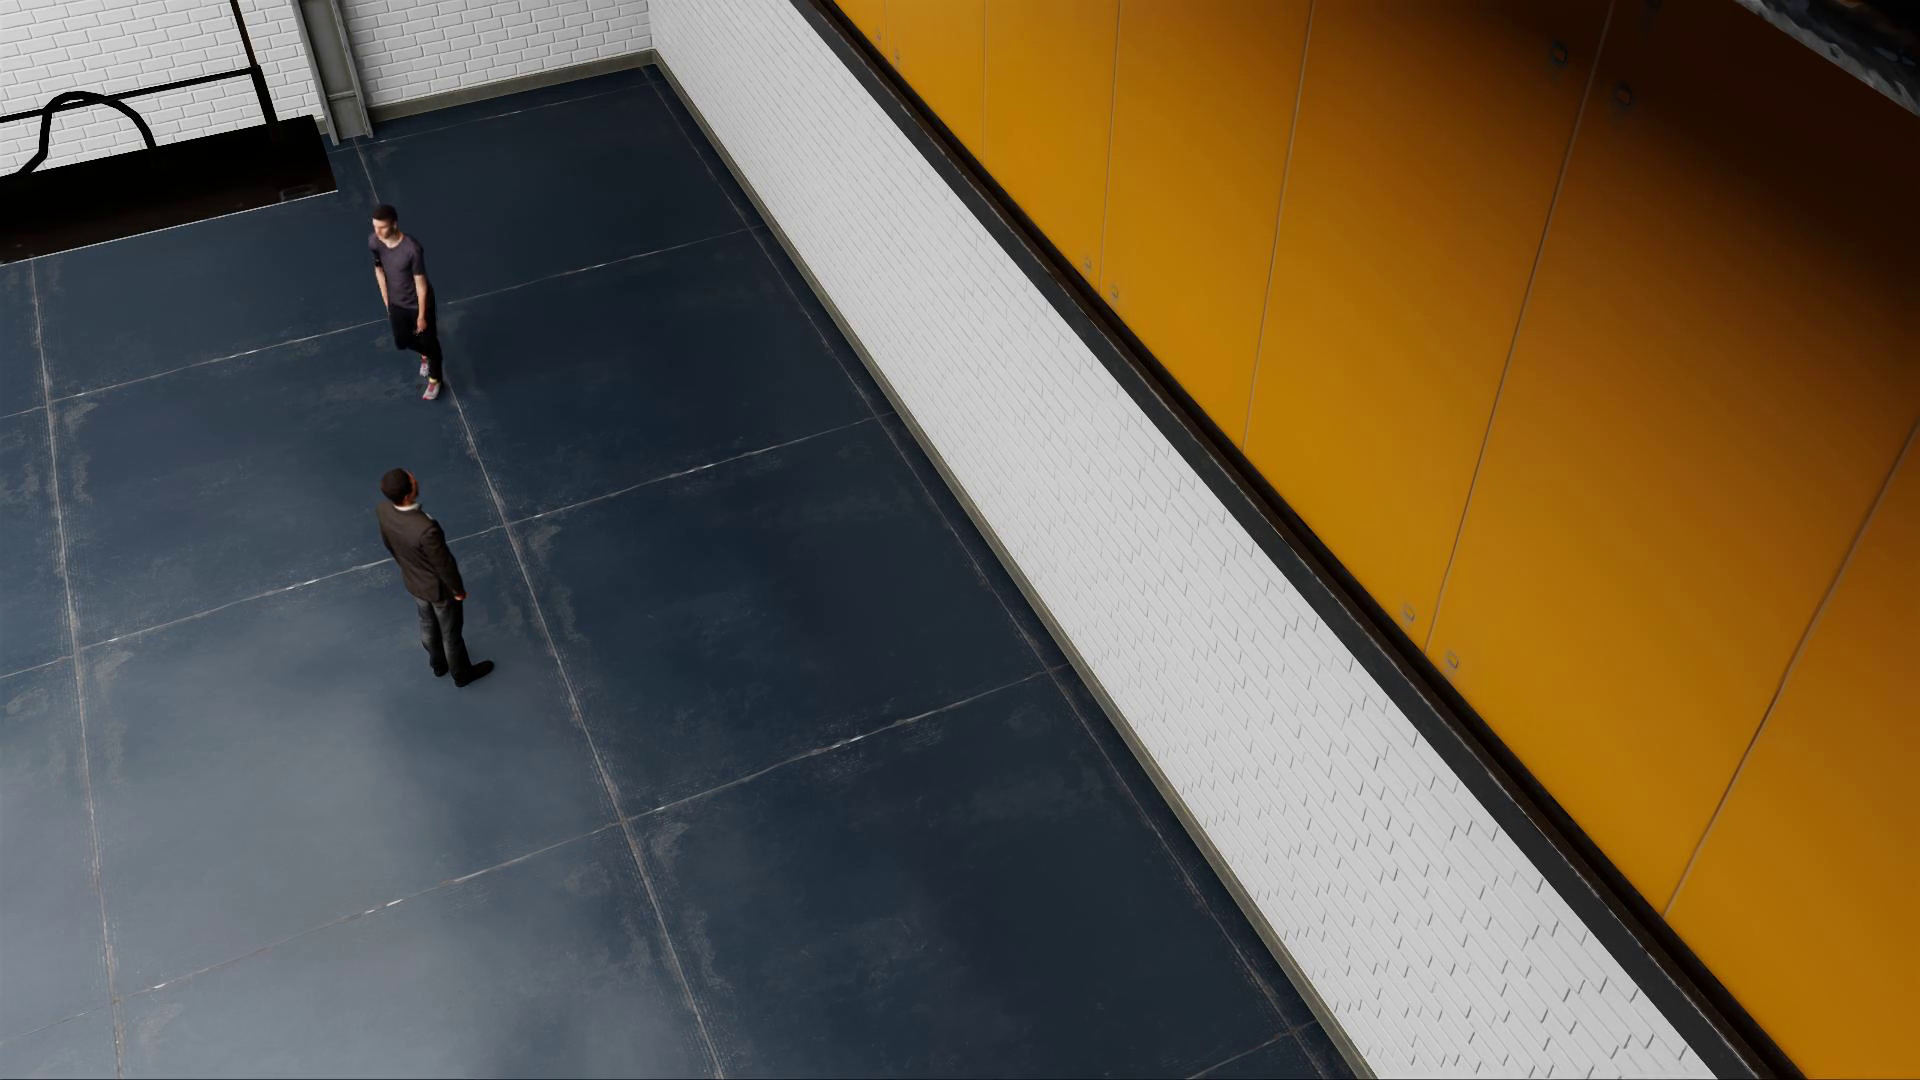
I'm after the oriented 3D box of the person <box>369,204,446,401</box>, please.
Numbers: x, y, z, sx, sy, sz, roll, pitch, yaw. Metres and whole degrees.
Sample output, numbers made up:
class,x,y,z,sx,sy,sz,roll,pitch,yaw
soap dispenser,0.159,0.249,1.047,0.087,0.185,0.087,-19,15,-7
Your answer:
class,x,y,z,sx,sy,sz,roll,pitch,yaw
person,-4.231,-1.902,12.985,0.832,1.750,0.890,13,45,13

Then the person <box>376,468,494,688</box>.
class,x,y,z,sx,sy,sz,roll,pitch,yaw
person,-3.420,0.237,10.701,0.757,1.805,0.752,23,48,22
